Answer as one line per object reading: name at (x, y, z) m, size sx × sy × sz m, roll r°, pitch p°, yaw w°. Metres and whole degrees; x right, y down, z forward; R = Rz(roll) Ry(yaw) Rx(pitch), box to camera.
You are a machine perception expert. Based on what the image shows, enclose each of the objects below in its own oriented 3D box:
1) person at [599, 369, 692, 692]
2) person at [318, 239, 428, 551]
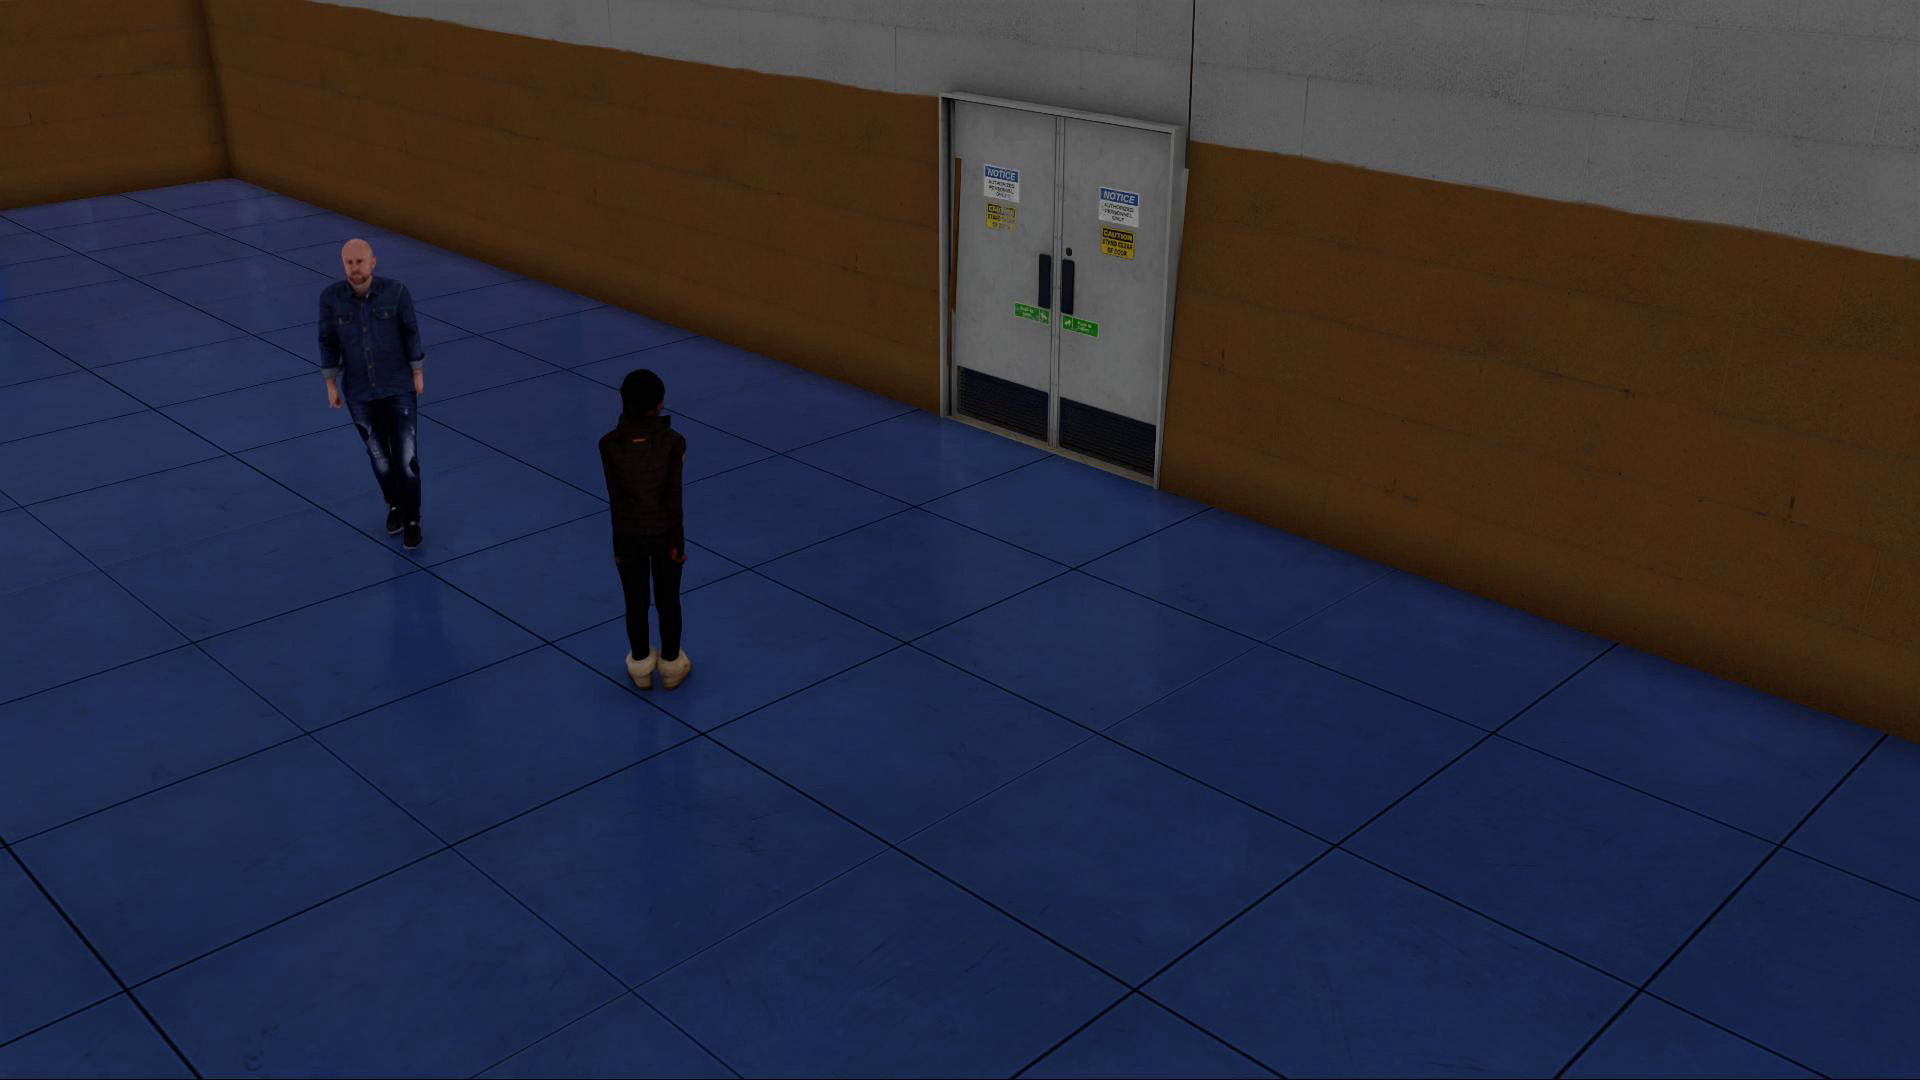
person at (-1.494, -0.016, 7.988) m, size 0.774 × 1.664 × 0.716 m, roll 15°, pitch 28°, yaw 30°
person at (-3.418, -0.895, 9.826) m, size 0.964 × 1.800 × 1.020 m, roll -3°, pitch 24°, yaw -8°
